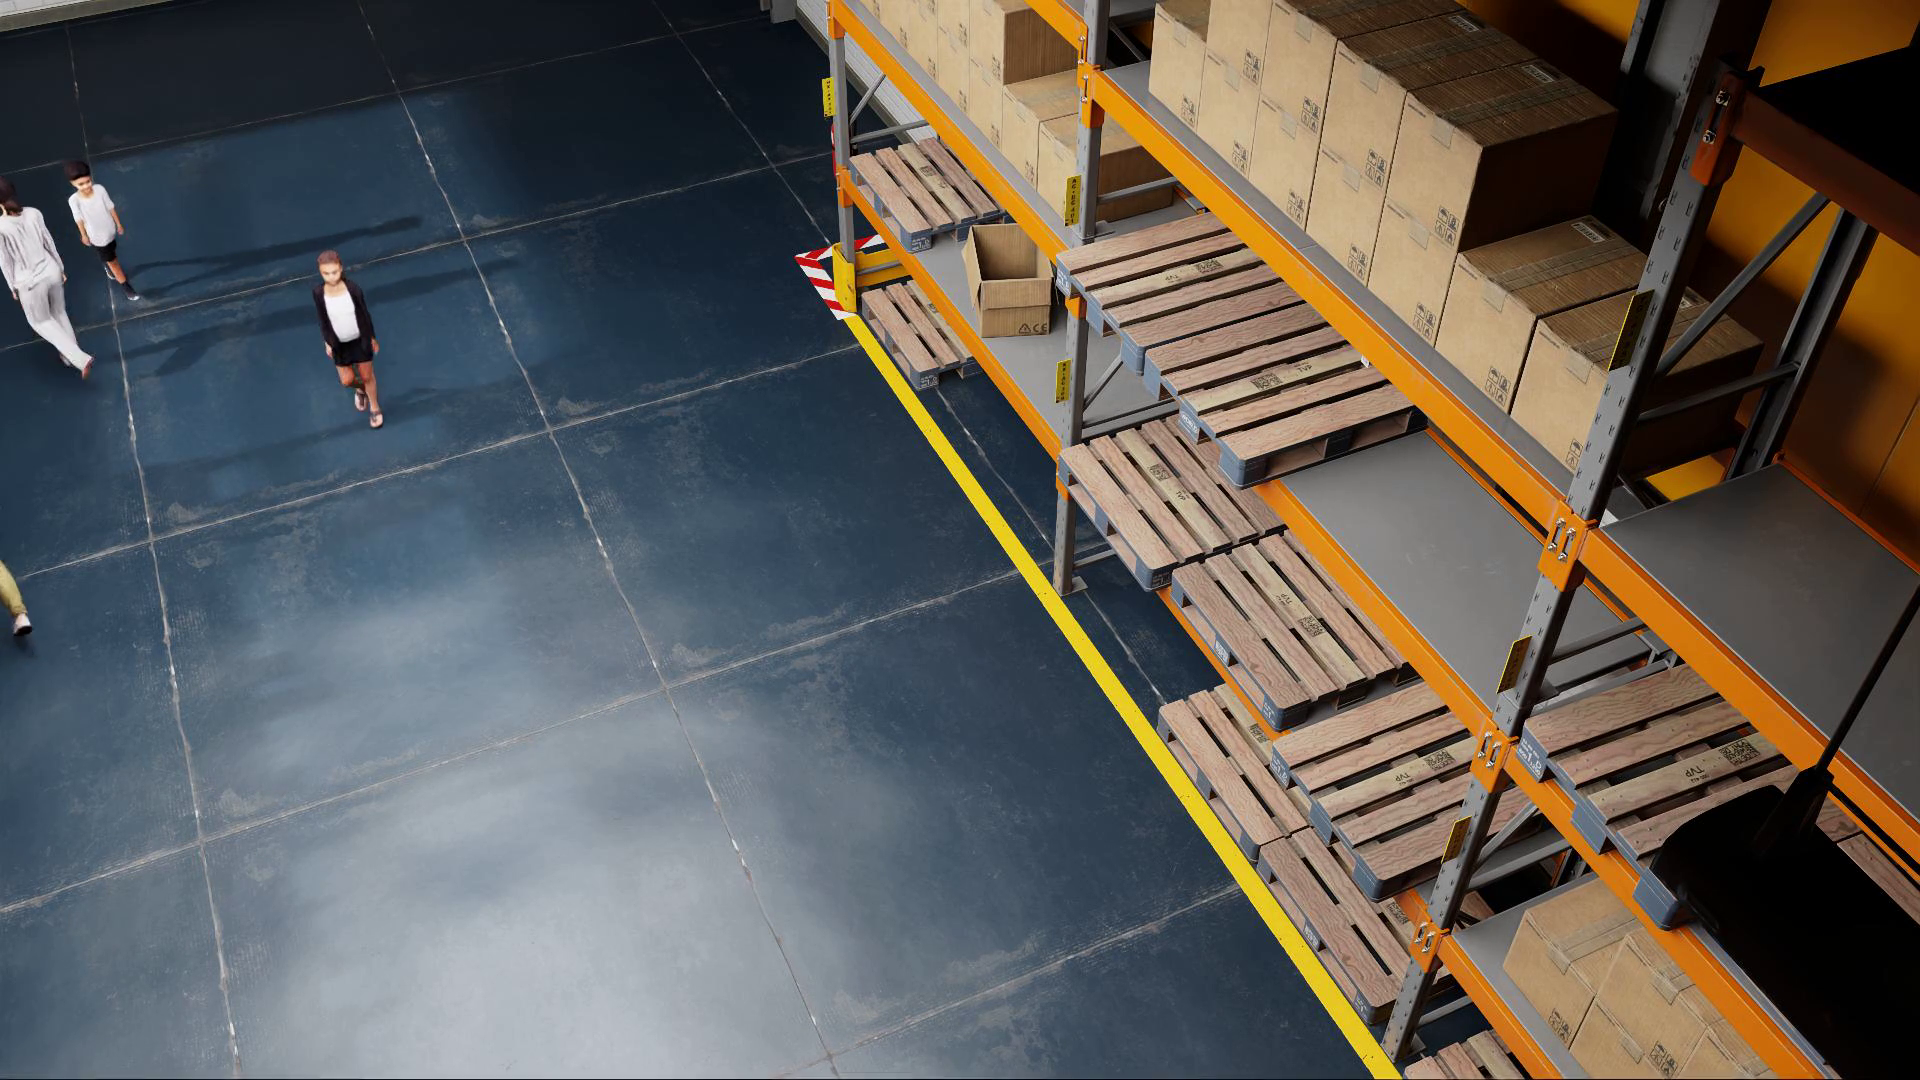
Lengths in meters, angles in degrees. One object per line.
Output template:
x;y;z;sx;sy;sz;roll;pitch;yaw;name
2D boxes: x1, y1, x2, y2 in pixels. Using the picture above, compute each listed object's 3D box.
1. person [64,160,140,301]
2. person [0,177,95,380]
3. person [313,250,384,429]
-7.389;-2.709;14.240;0.965;1.238;0.715;33;53;30;person
-7.224;-2.028;13.151;0.970;1.755;0.842;24;49;23;person
-4.715;-1.599;12.848;0.602;1.551;0.679;-10;45;-10;person
